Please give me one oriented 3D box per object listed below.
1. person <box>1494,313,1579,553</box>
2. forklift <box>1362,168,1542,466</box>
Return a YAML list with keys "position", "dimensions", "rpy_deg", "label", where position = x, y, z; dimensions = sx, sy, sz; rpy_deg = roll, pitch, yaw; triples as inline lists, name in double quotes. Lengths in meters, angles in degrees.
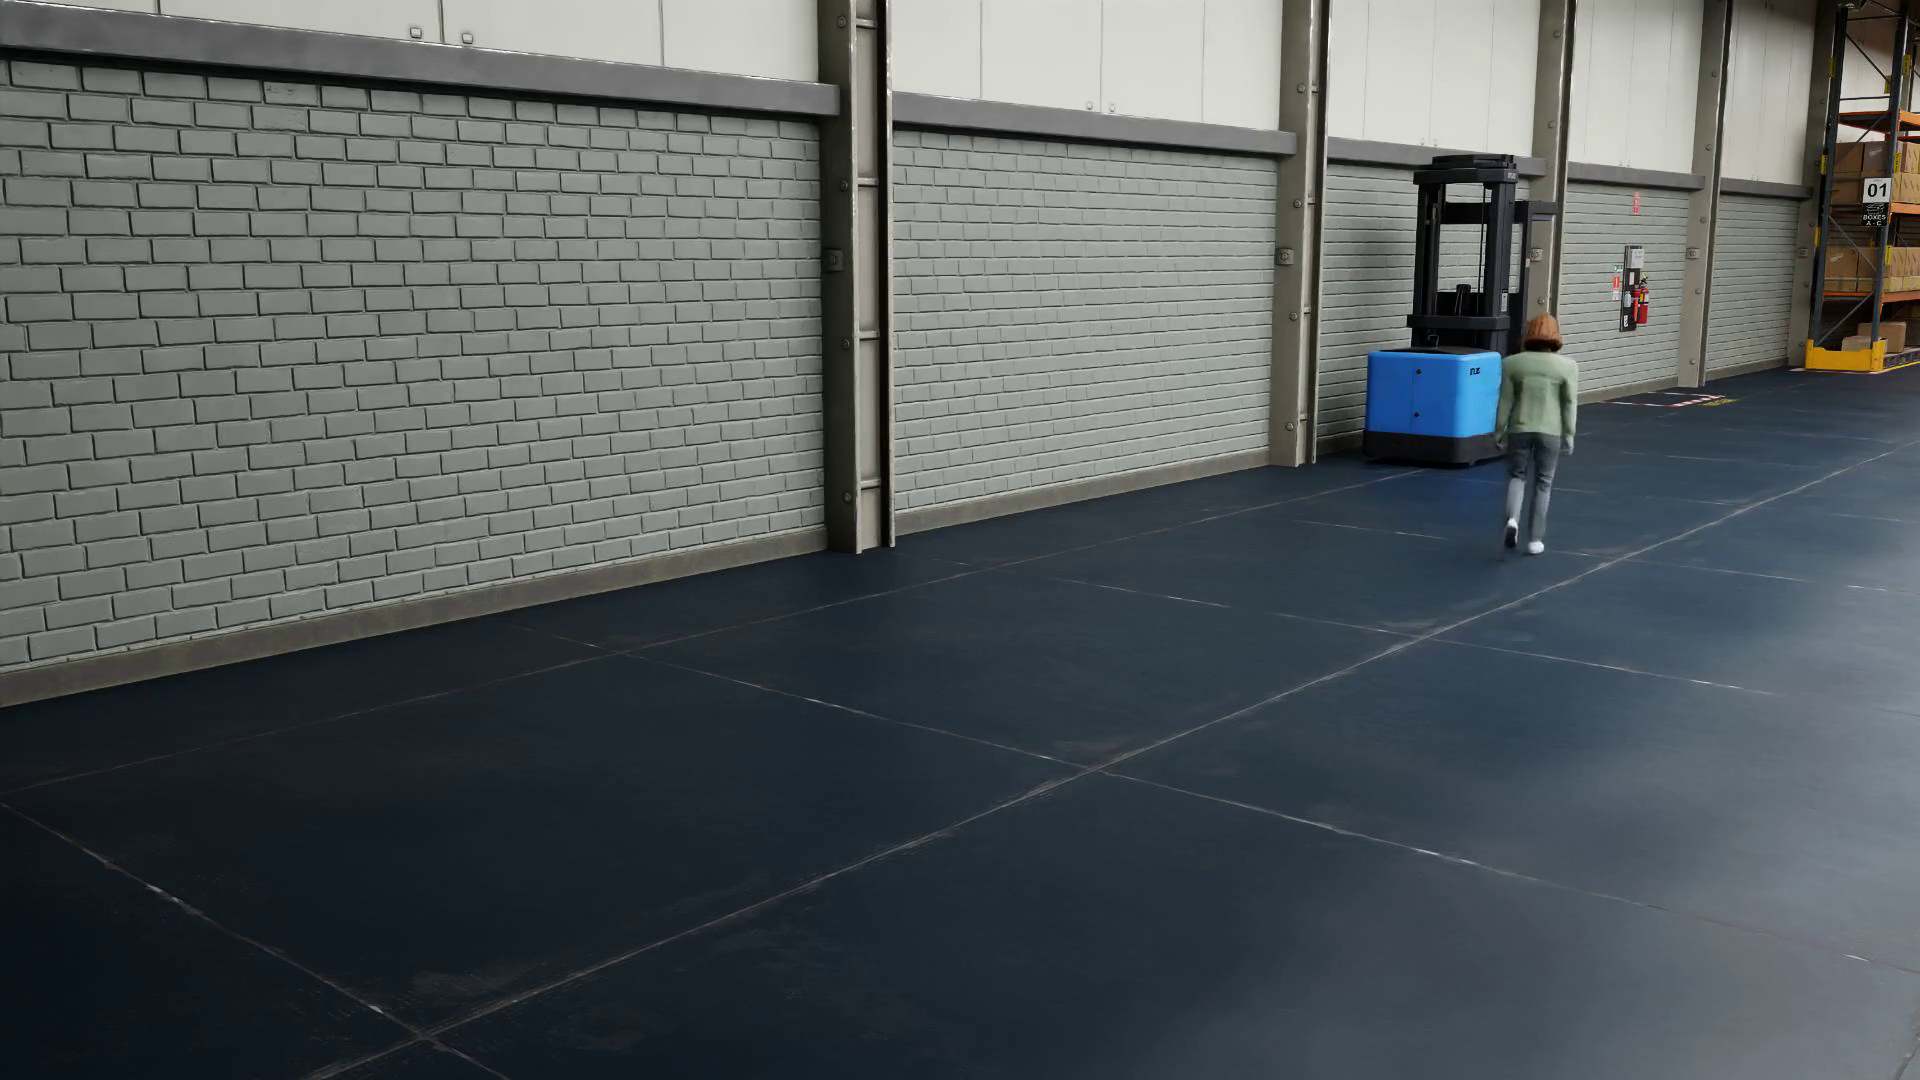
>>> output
- position: [3.837, -0.698, 11.121]
  dimensions: [0.523, 1.621, 0.471]
  rpy_deg: [6, 11, 29]
  label: "person"
- position: [4.875, -2.212, 16.287]
  dimensions: [1.129, 2.768, 1.873]
  rpy_deg: [8, 13, 40]
  label: "forklift"
